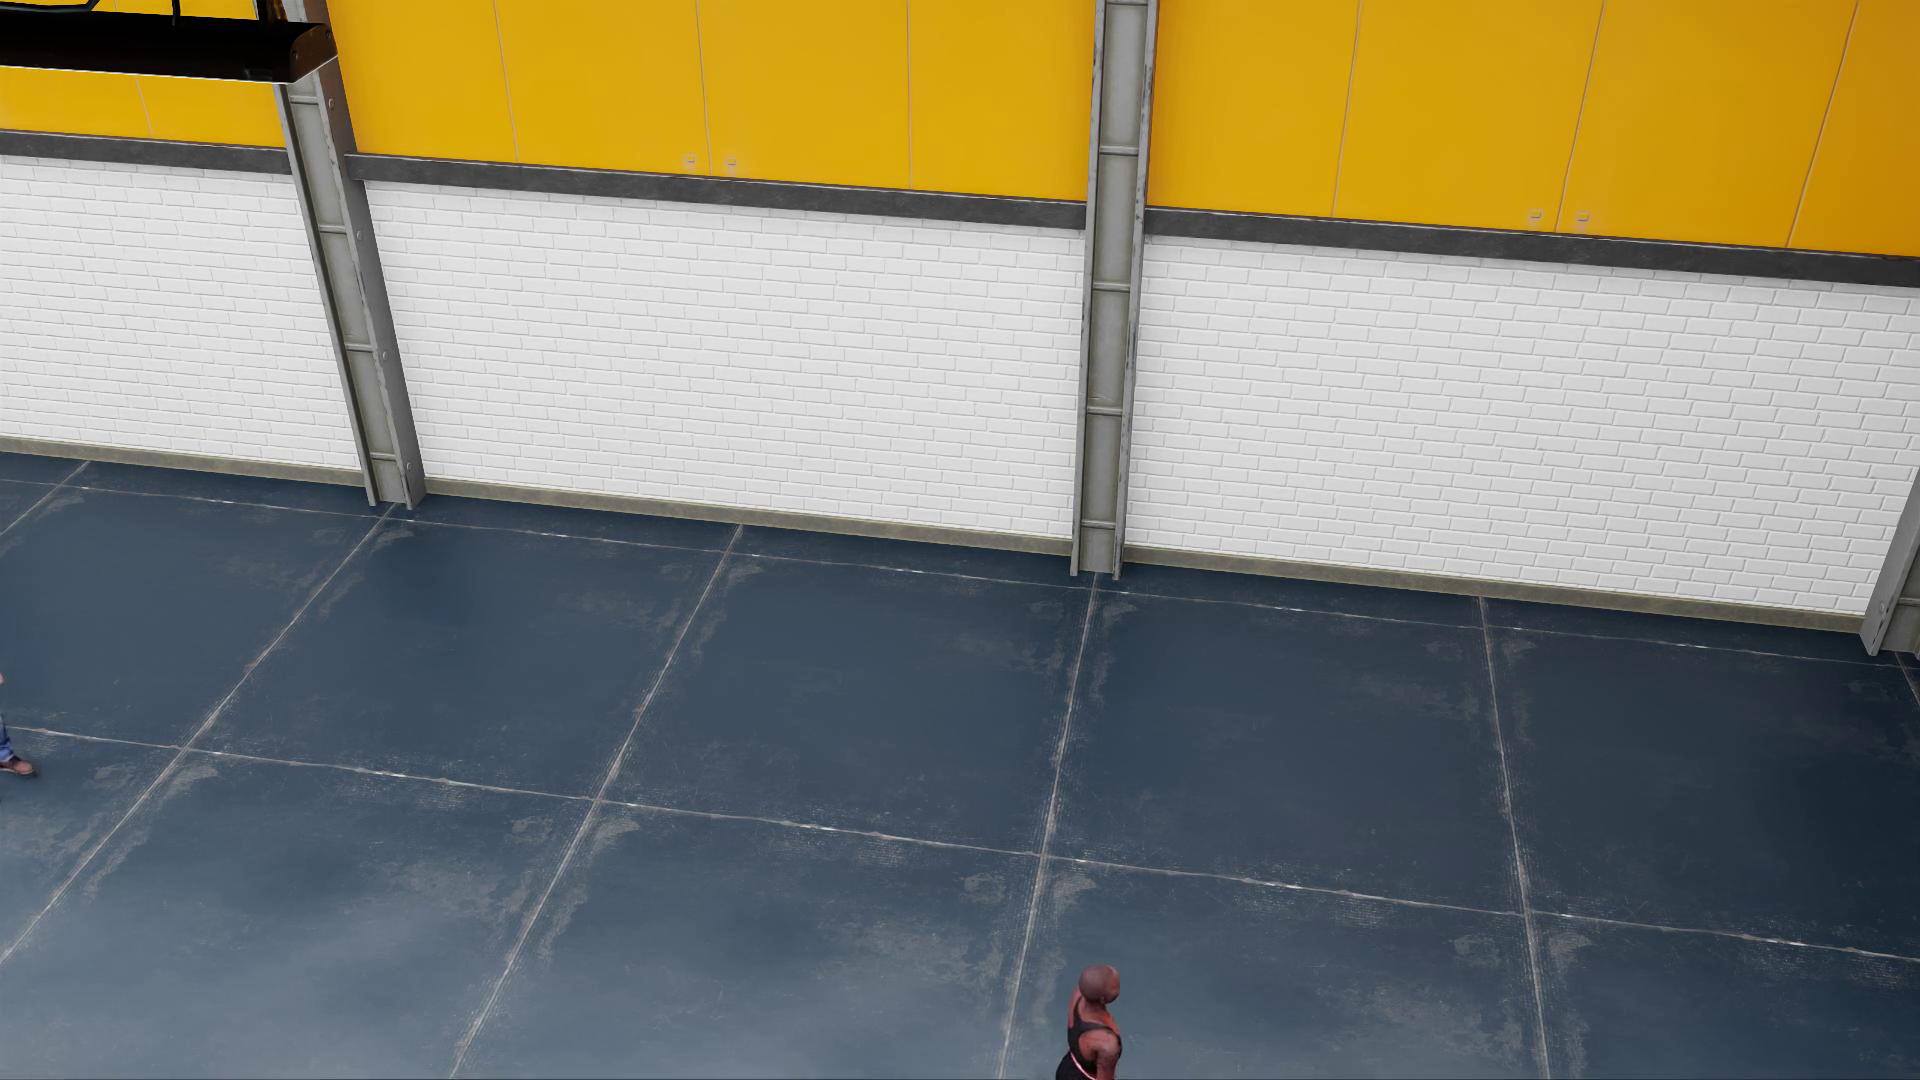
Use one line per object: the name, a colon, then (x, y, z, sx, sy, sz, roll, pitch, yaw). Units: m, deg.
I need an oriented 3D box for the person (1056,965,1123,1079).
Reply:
person: (0.528, 2.711, 8.075, 1.218, 1.712, 1.061, -16, 37, -22)
